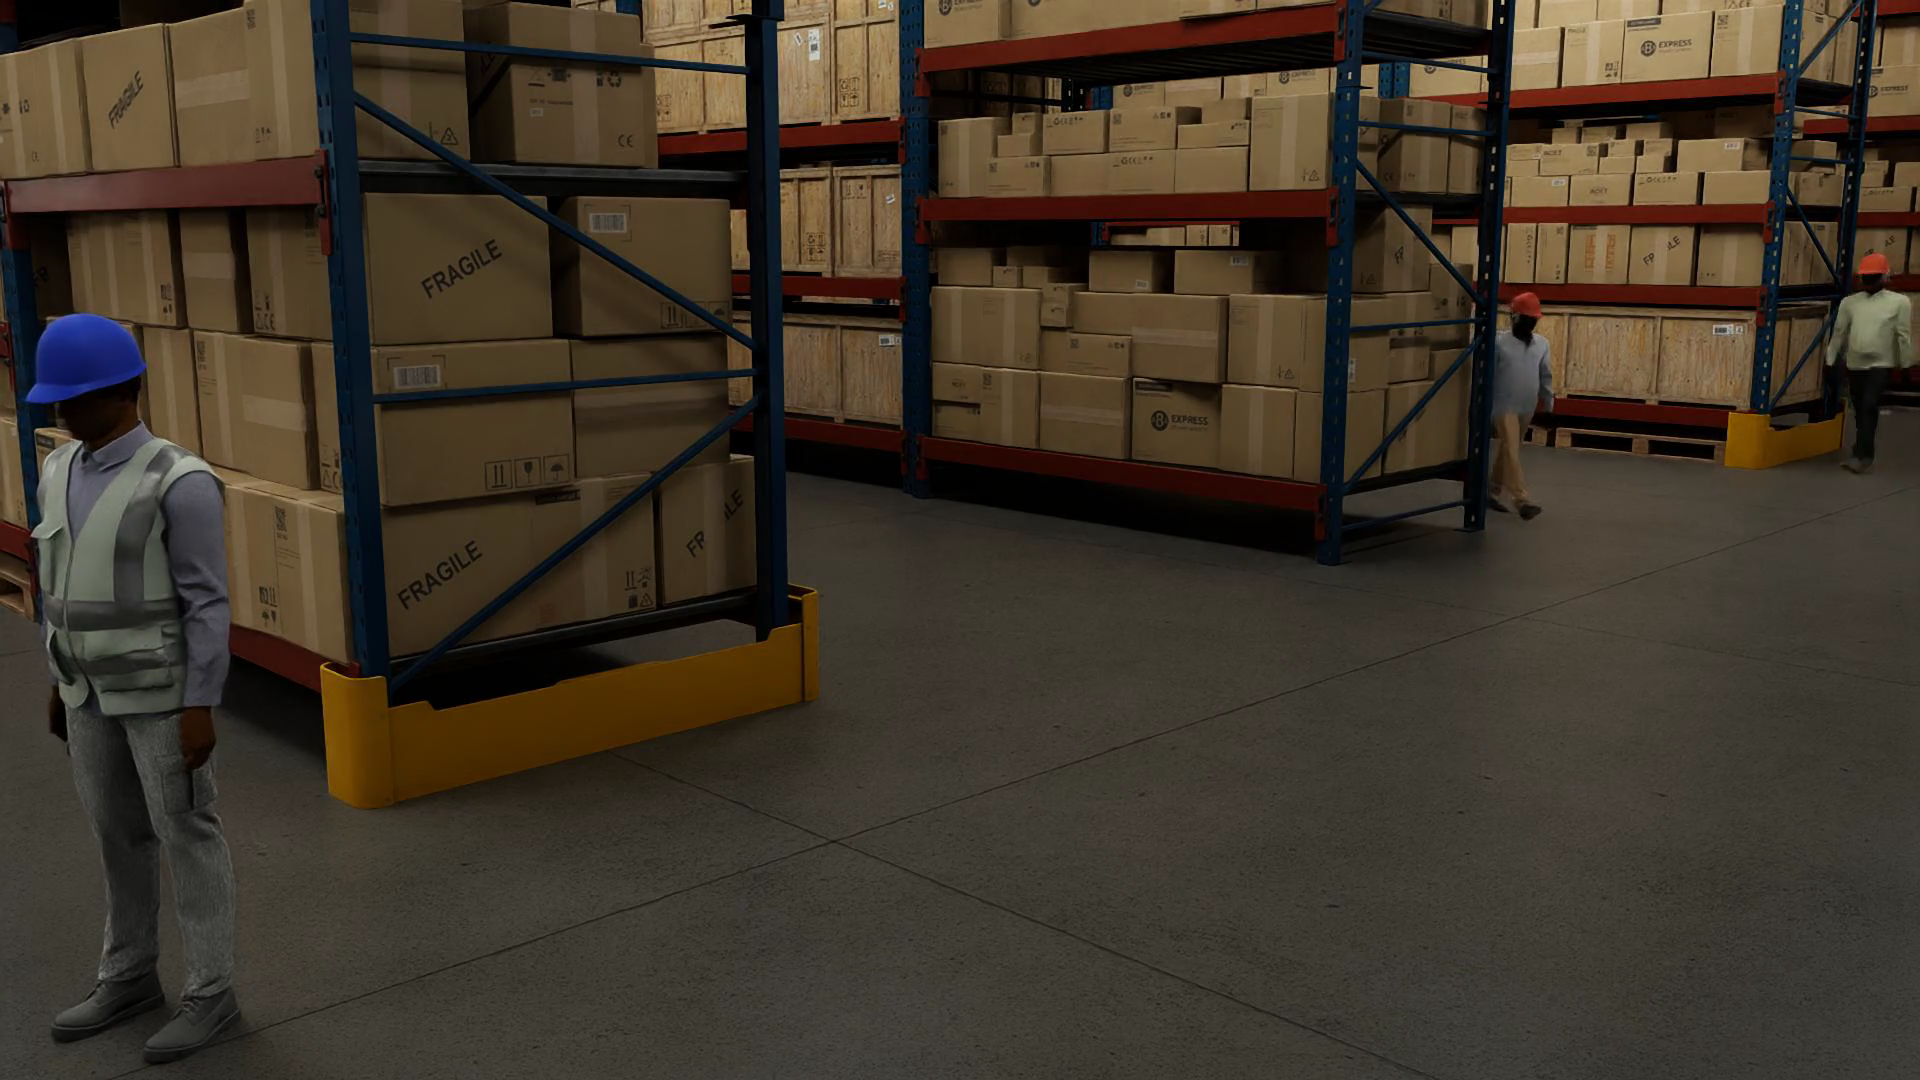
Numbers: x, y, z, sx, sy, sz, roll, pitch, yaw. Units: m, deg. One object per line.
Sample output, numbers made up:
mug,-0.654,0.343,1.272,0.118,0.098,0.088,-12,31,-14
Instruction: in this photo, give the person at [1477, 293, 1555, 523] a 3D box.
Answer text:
person,4.219,-1.004,12.540,0.574,1.700,0.911,-4,11,-19

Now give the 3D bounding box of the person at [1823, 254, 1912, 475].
person,8.066,-1.564,14.890,0.955,1.950,0.662,-8,13,-37

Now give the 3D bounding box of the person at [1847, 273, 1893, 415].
person,10.944,-2.356,19.829,0.632,1.719,0.517,6,12,30

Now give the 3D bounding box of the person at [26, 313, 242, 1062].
person,-2.158,0.384,4.330,0.602,1.939,0.397,5,11,23
